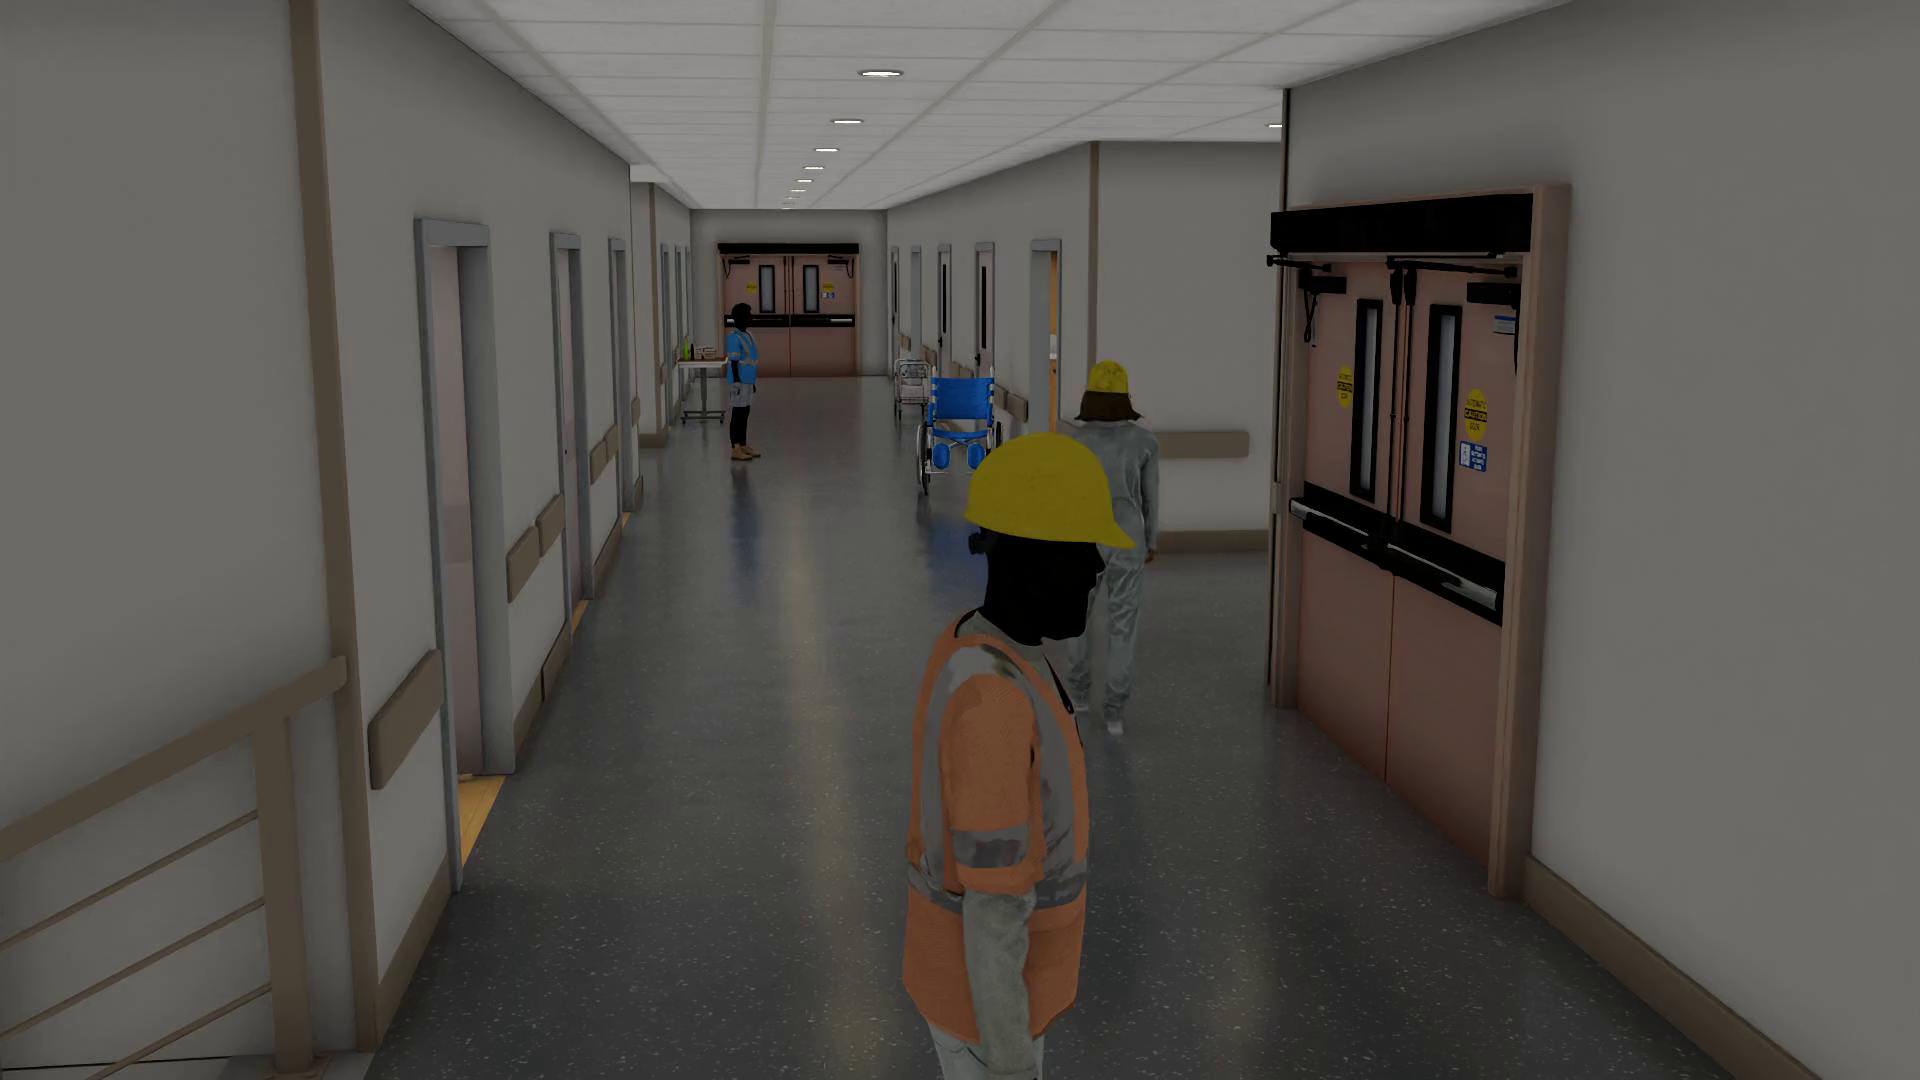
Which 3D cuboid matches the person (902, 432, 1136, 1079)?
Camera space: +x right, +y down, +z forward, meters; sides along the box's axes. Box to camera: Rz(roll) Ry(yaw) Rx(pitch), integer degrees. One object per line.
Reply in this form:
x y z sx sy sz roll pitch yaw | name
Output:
0.100 0.767 2.937 0.393 1.918 0.585 0 10 3 | person

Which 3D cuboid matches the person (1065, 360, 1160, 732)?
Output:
0.695 0.016 7.880 0.492 1.722 0.671 0 10 -1 | person

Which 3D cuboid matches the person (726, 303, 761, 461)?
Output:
-2.351 -1.712 18.002 0.318 1.697 0.536 2 10 12 | person
